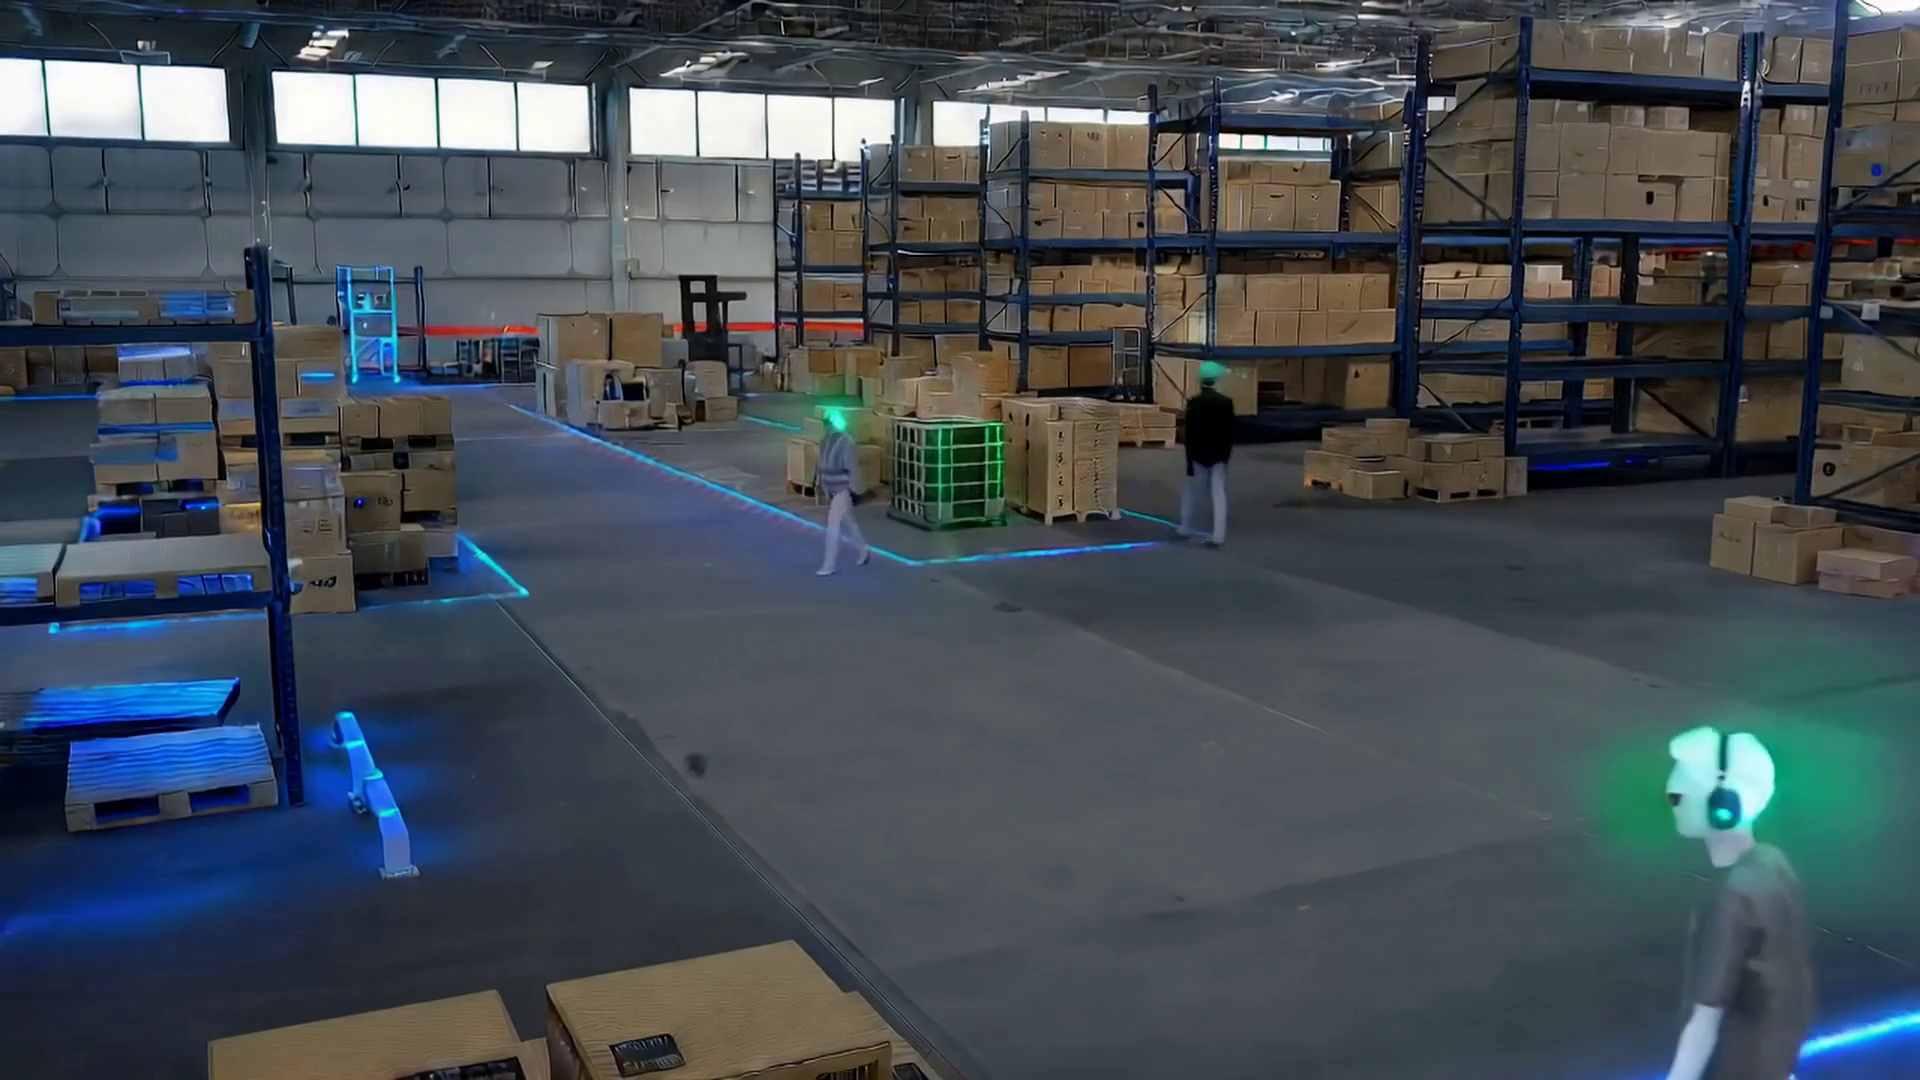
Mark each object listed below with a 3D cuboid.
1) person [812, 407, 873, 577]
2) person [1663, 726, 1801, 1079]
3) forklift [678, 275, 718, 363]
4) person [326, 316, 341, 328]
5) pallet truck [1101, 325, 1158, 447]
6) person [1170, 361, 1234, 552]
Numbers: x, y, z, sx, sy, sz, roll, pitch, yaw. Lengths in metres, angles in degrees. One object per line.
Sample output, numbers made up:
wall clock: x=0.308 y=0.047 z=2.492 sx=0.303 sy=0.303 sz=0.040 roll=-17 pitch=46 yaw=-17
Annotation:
person: x=-1.124 y=-0.480 z=15.979 sx=0.754 sy=1.613 sz=0.529 roll=-8 pitch=12 yaw=-41
person: x=1.828 y=1.349 z=4.041 sx=0.994 sy=1.809 sz=0.542 roll=5 pitch=11 yaw=30
forklift: x=-5.976 y=-4.675 z=38.090 sx=1.873 sy=2.768 sz=1.129 roll=7 pitch=12 yaw=38
person: x=-13.932 y=-4.004 z=36.919 sx=0.464 sy=1.920 sz=0.567 roll=-1 pitch=9 yaw=-3
pallet truck: x=2.881 y=-2.596 z=27.923 sx=0.823 sy=1.965 sz=1.885 roll=-1 pitch=9 yaw=-7
person: x=2.531 y=-0.883 z=17.380 sx=0.663 sy=1.960 sz=0.858 roll=-4 pitch=10 yaw=-25
